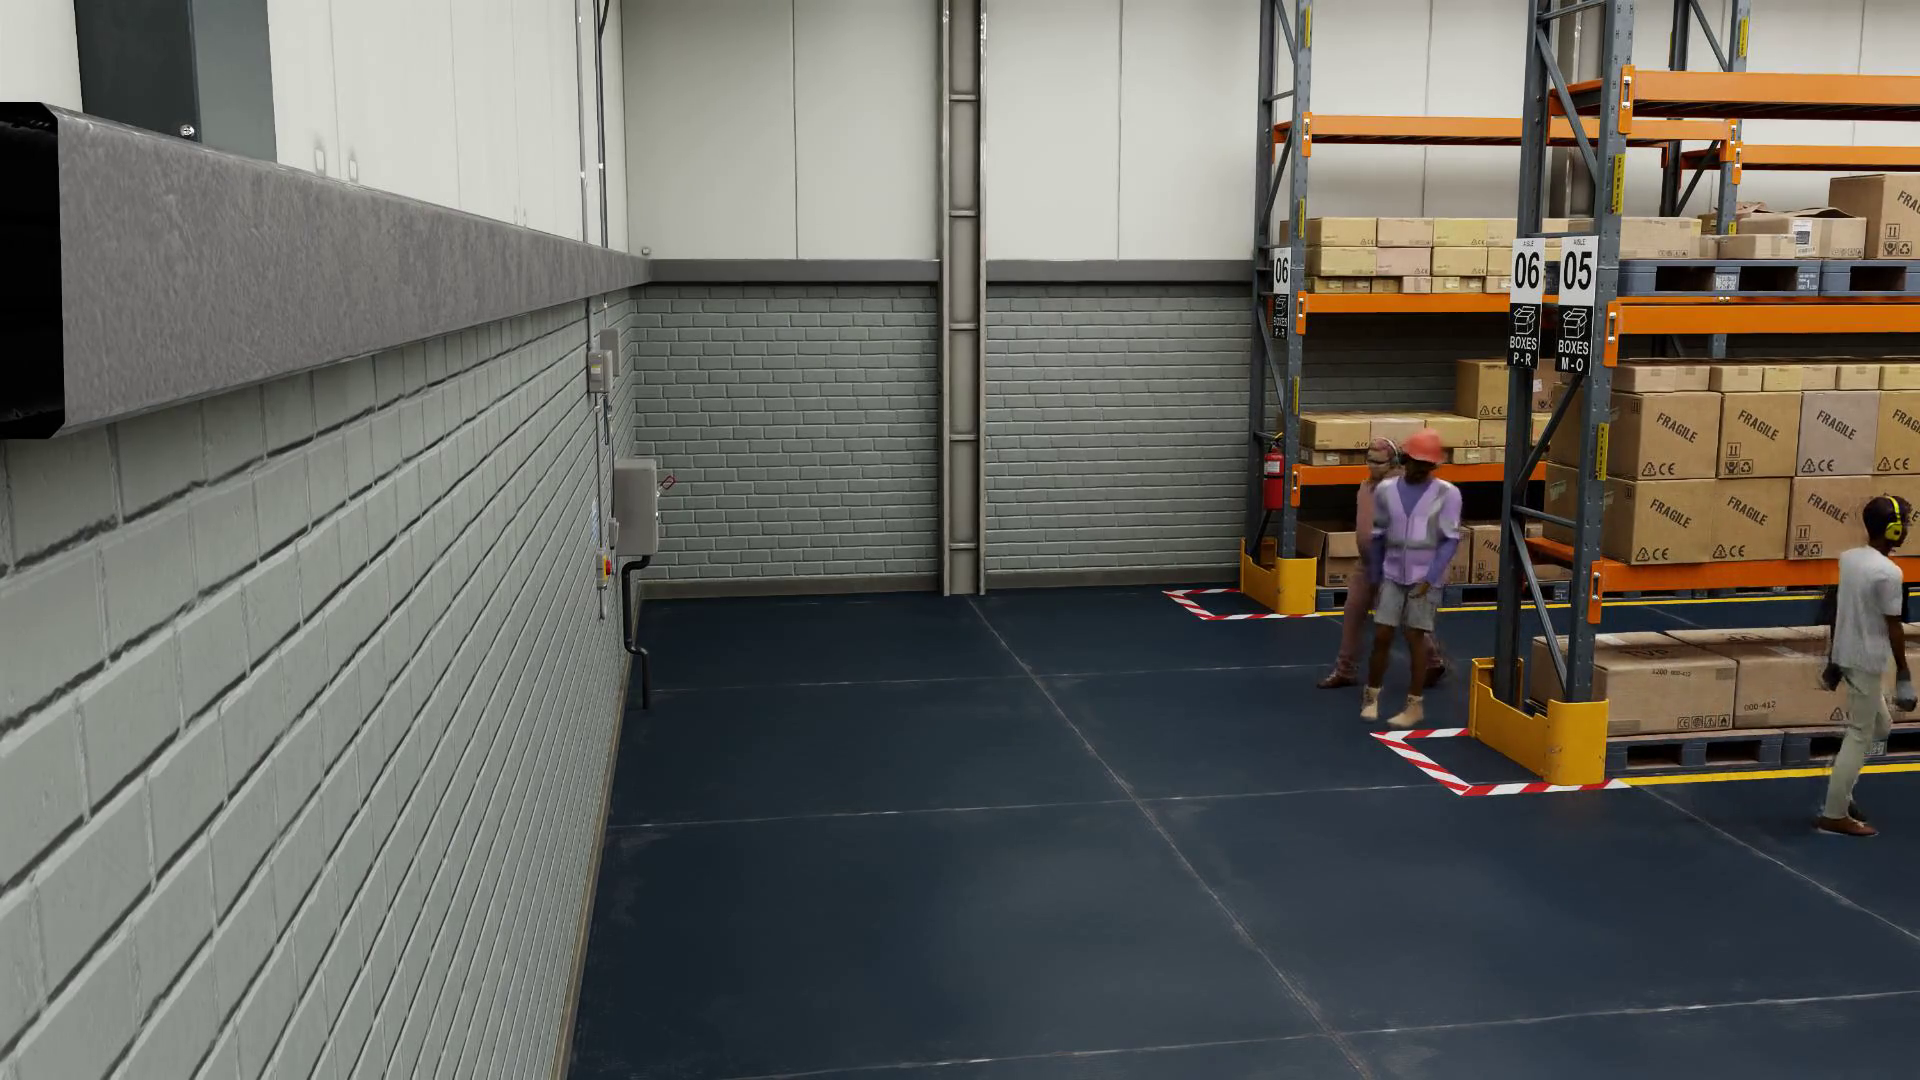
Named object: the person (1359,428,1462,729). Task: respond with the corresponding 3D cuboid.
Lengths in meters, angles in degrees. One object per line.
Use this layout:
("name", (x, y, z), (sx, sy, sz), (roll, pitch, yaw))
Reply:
("person", (2.949, 0.267, 10.973), (0.639, 2.001, 0.544), (7, 12, 37))

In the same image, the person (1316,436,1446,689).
("person", (3.112, 0.172, 12.008), (0.888, 1.866, 0.640), (-5, 10, -27))

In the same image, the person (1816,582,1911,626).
("person", (6.823, 0.034, 12.290), (0.979, 2.000, 0.695), (-1, 9, -8))

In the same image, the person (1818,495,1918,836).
("person", (4.855, 0.685, 8.842), (0.484, 1.850, 0.537), (1, 9, 5))
